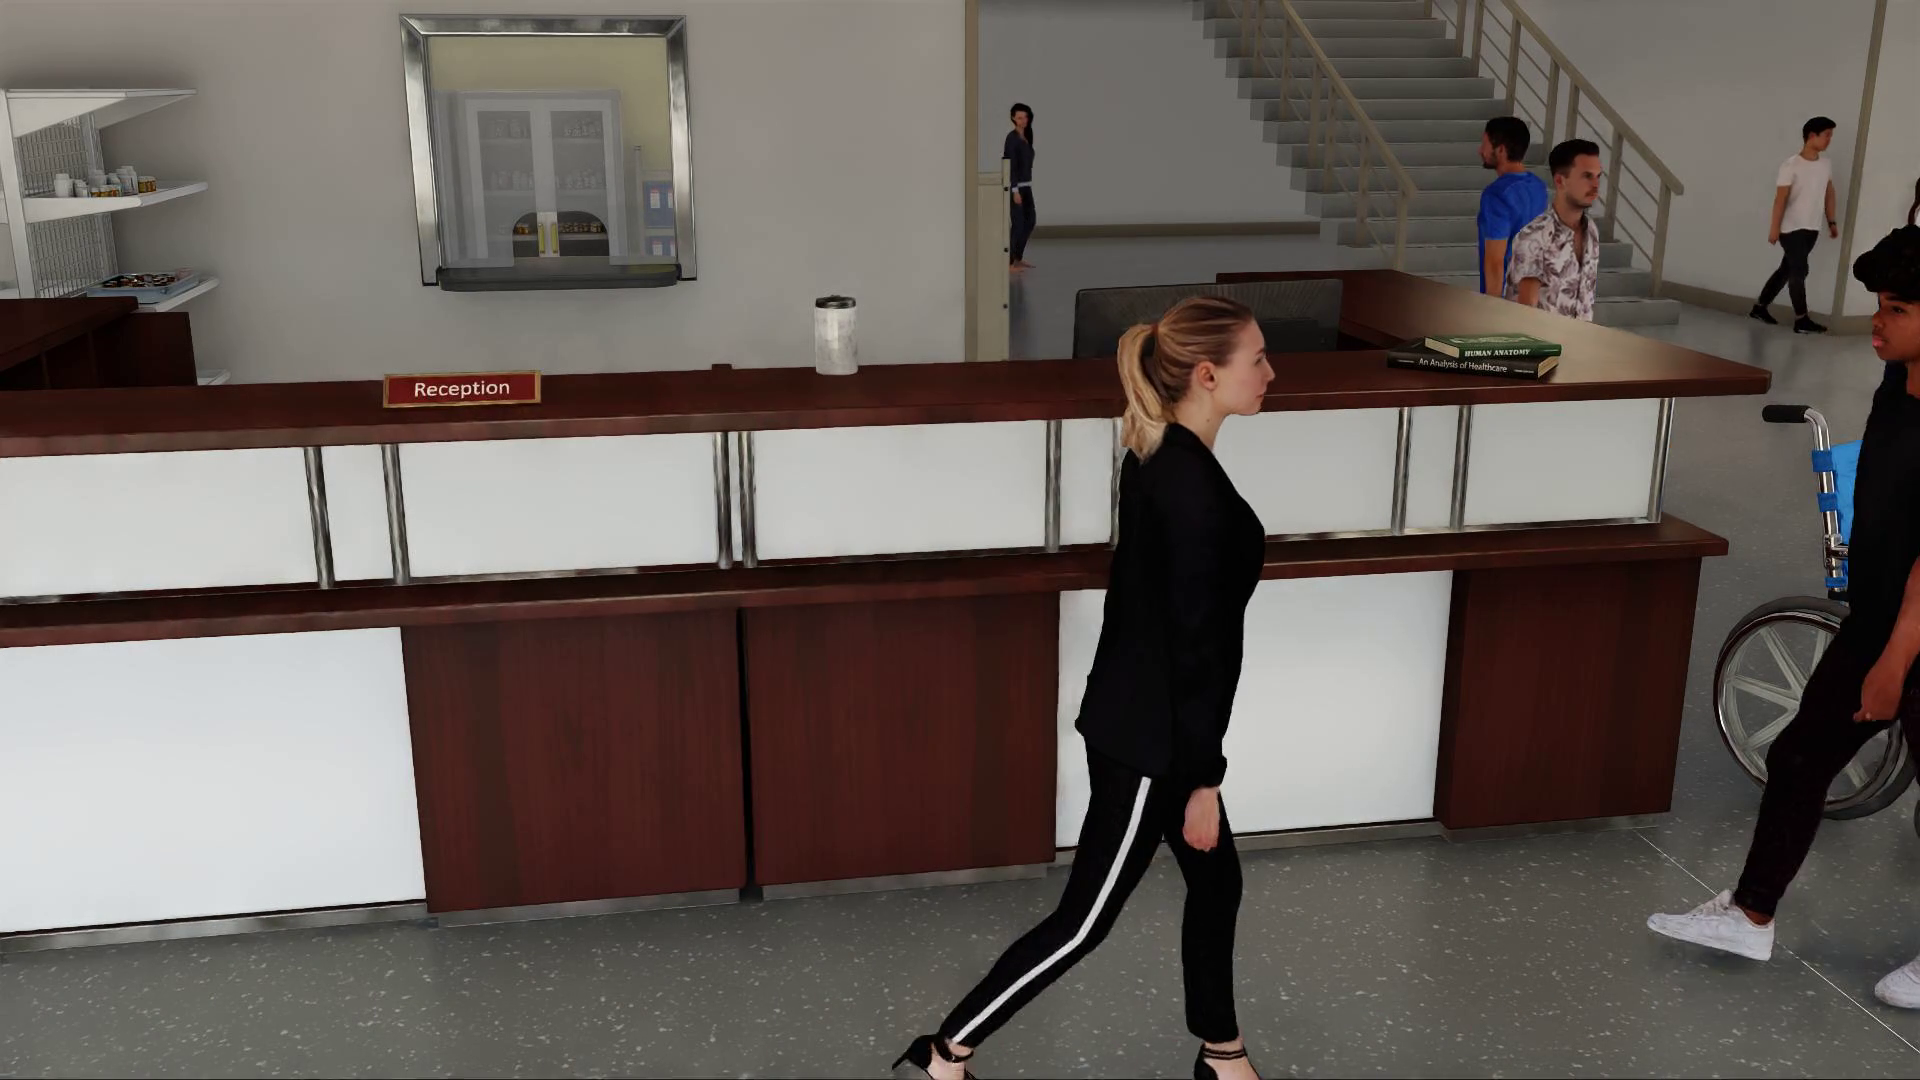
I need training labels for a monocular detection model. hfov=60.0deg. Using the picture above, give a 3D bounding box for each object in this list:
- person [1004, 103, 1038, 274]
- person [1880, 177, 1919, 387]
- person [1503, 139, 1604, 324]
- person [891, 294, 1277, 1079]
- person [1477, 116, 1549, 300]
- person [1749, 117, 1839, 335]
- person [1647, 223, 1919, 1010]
[{"bbox_3d":[0.580,-3.643,17.335,0.902,1.736,0.763,3,16,11],"label":"person"},{"bbox_3d":[6.086,-1.660,10.653,0.799,1.545,0.723,15,22,43],"label":"person"},{"bbox_3d":[2.399,-0.778,7.088,0.974,1.782,1.152,-10,19,-31],"label":"person"},{"bbox_3d":[0.262,0.410,3.093,0.776,1.663,1.037,-1,16,-4],"label":"person"},{"bbox_3d":[2.795,-1.104,8.199,0.988,1.806,1.345,-10,19,-33],"label":"person"},{"bbox_3d":[6.711,-2.521,13.417,0.791,1.672,1.138,-6,17,-21],"label":"person"},{"bbox_3d":[2.190,0.207,3.660,0.789,1.746,0.911,-2,16,-6],"label":"person"}]
